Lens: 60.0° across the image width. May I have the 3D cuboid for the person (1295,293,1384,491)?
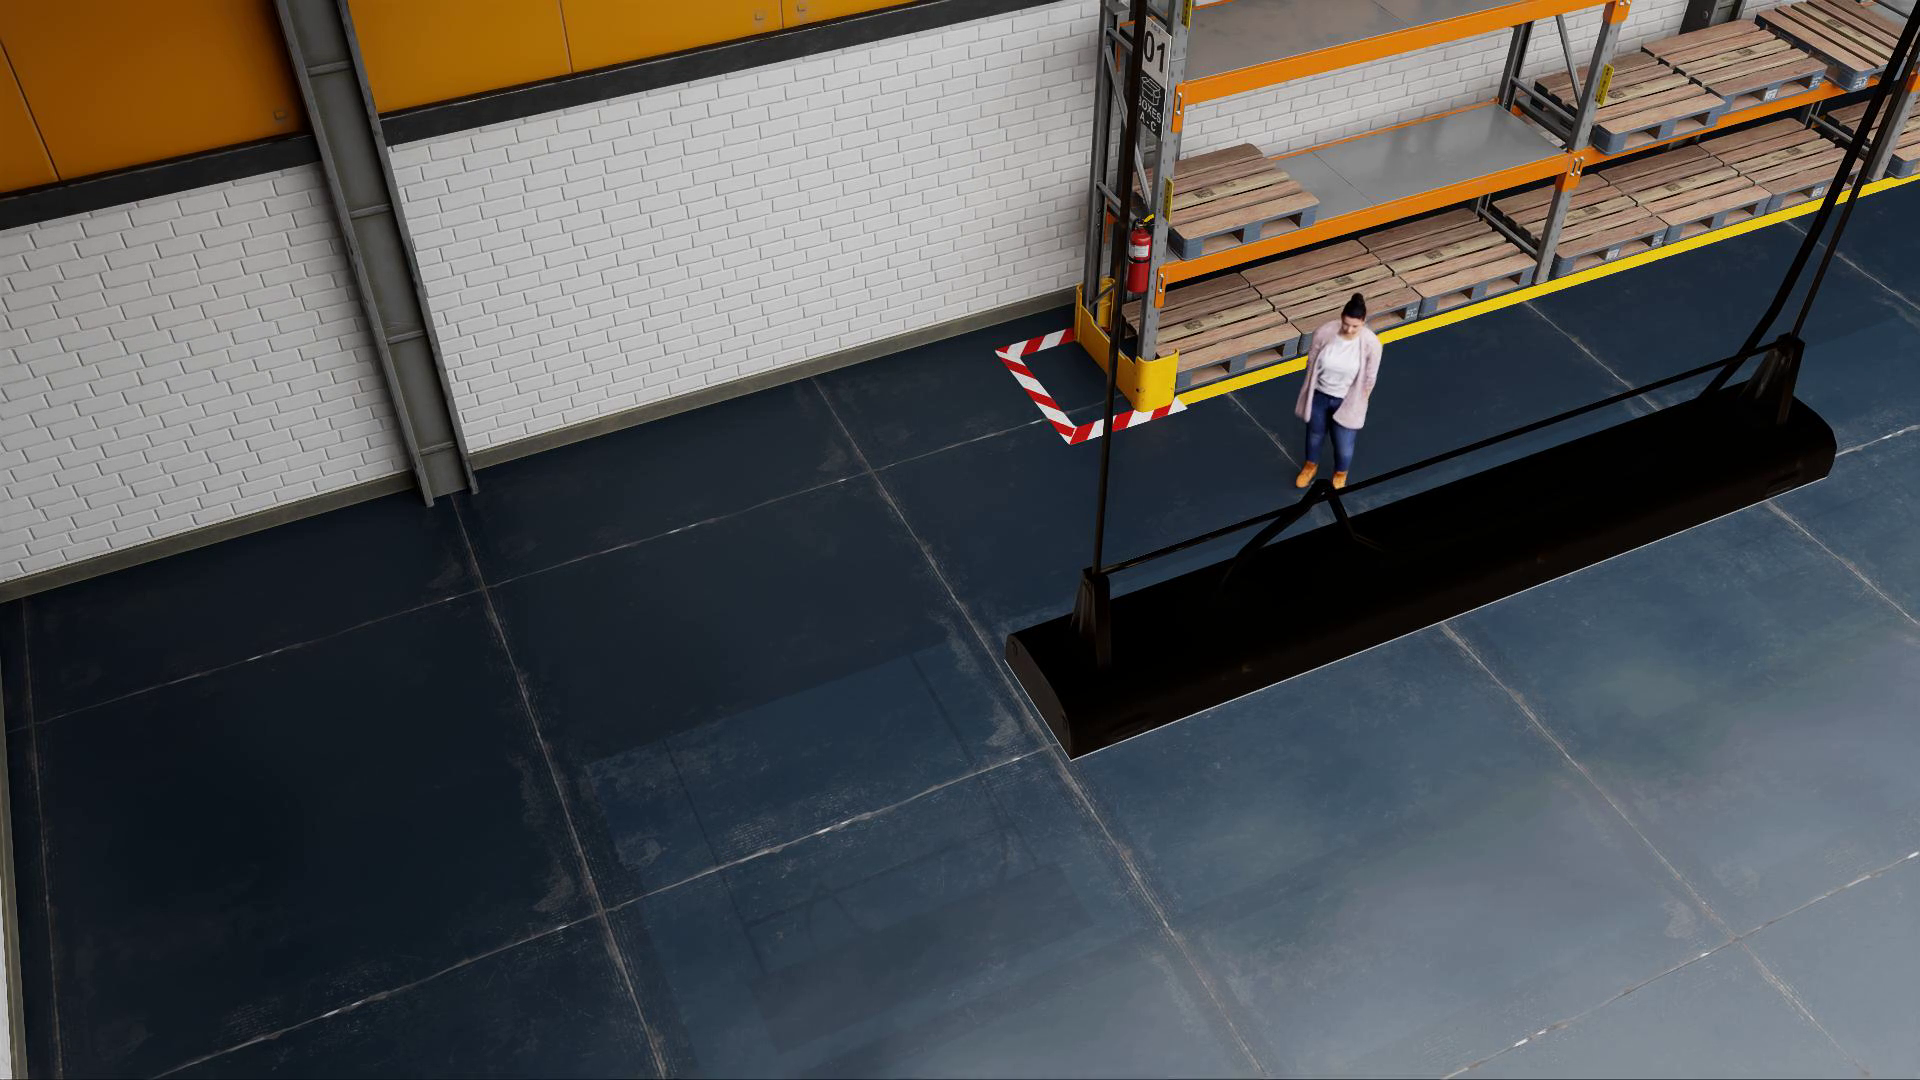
[{"bbox_3d":[2.759,-1.103,12.135,0.802,1.743,0.832,20,47,20],"label":"person"}]
